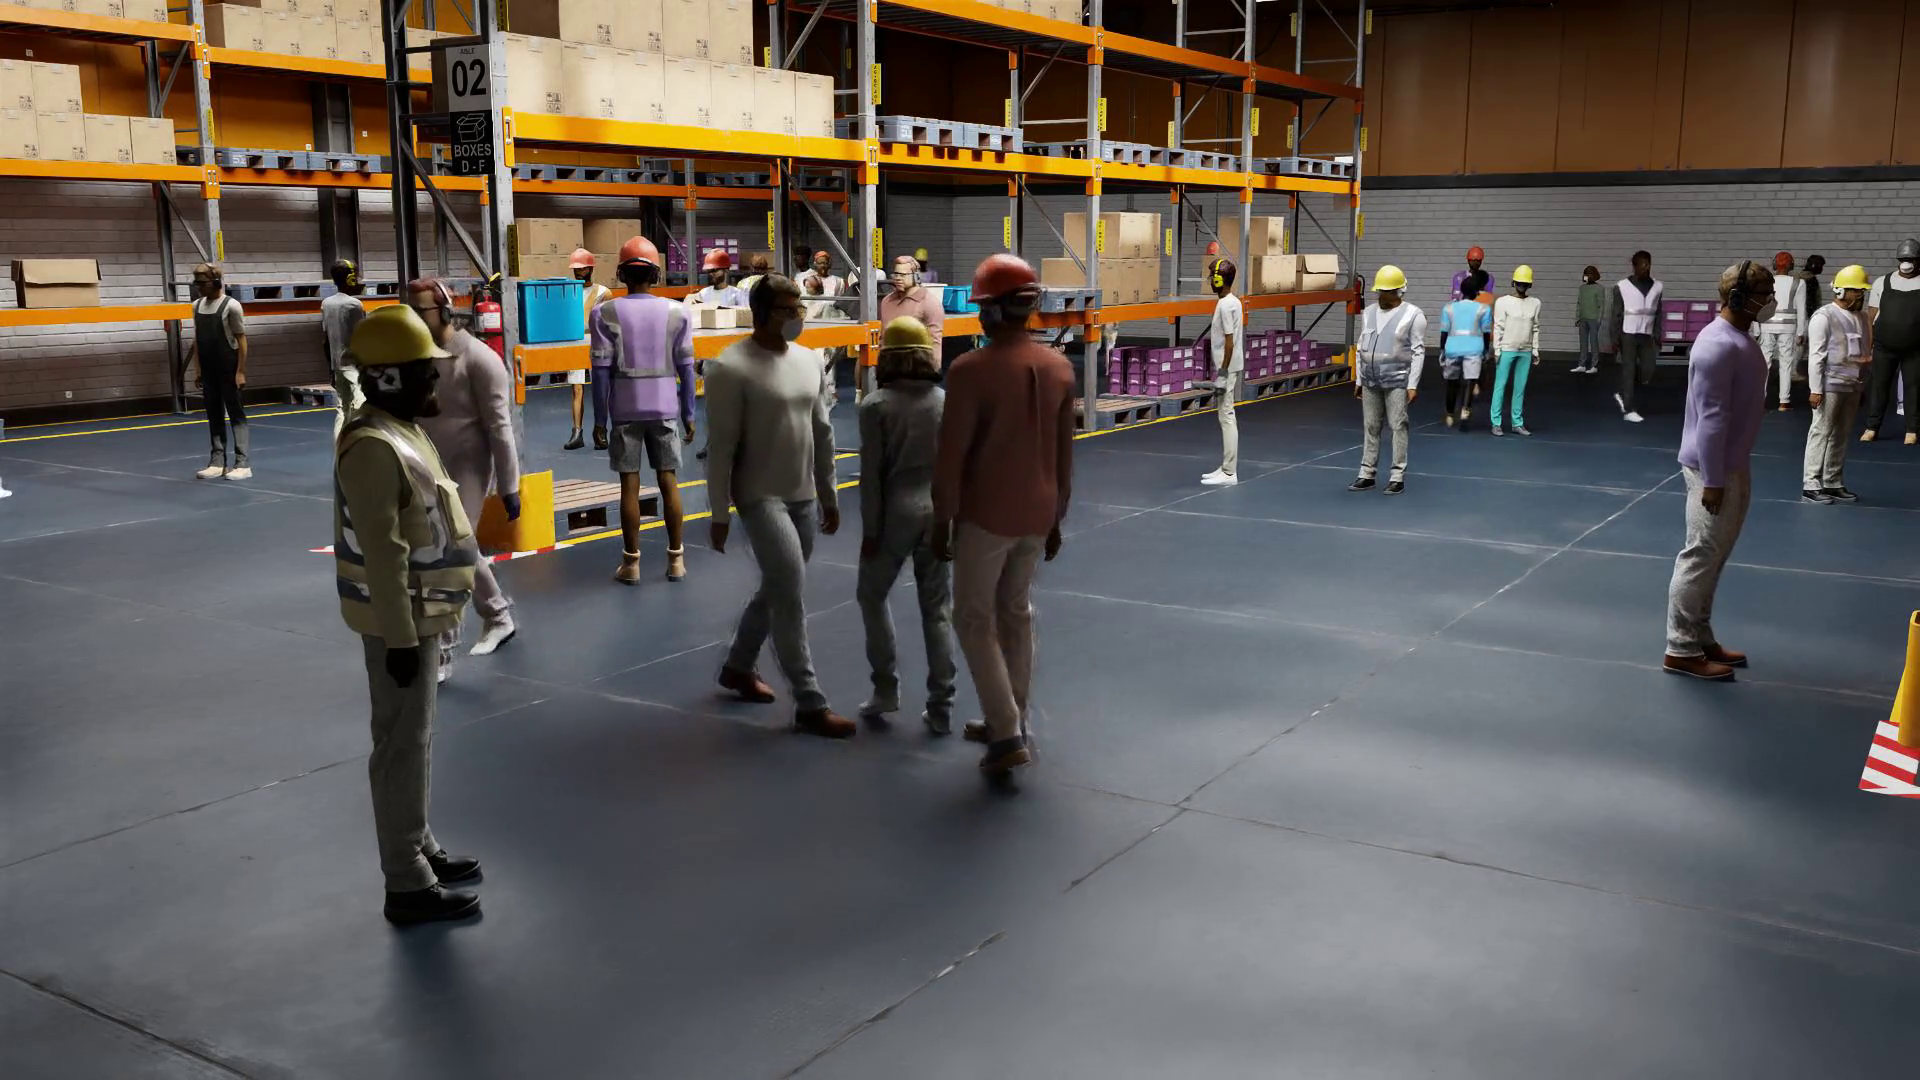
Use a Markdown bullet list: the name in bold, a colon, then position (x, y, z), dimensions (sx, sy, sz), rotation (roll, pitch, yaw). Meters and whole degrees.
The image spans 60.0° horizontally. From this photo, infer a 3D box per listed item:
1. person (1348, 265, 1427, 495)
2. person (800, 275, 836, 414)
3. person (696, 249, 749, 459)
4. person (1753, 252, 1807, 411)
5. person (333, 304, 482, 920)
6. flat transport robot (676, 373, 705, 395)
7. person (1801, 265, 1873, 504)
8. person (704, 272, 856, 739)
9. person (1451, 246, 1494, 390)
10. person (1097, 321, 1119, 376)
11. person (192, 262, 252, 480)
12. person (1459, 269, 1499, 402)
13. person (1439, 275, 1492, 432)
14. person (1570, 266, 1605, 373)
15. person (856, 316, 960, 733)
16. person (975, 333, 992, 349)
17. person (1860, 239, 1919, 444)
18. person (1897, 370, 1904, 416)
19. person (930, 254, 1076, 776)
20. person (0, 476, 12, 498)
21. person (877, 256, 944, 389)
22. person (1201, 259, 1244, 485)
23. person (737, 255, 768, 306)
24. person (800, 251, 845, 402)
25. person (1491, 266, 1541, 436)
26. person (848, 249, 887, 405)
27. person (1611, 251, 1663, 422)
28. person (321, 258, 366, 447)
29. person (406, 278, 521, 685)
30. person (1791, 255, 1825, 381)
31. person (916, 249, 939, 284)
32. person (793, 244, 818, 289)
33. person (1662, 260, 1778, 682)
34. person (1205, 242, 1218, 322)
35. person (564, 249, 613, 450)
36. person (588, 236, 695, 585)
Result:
- **person**: position (3.396, -1.270, 13.271), dimensions (0.403, 1.823, 0.586), rotation (-10, 14, -43)
- **person**: position (-1.652, -2.188, 18.910), dimensions (0.366, 1.627, 0.525), rotation (-7, 13, -36)
- **person**: position (-2.212, -1.702, 15.348), dimensions (0.545, 1.938, 0.359), rotation (4, 11, 23)
- **person**: position (9.748, -2.479, 19.806), dimensions (0.576, 1.882, 0.355), rotation (7, 13, 36)
- **person**: position (-1.655, 0.214, 5.014), dimensions (0.404, 1.836, 0.587), rotation (-2, 11, -13)
- **flat transport robot**: position (-3.517, -2.066, 21.984), dimensions (0.652, 0.197, 1.431), rotation (-7, 12, -34)
- **person**: position (6.783, -1.192, 12.817), dimensions (0.602, 1.827, 0.404), rotation (-5, 11, -27)
- **person**: position (-0.772, -0.171, 6.987), dimensions (0.921, 1.904, 0.643), rotation (8, 13, 36)
- **person**: position (6.937, -3.005, 22.559), dimensions (0.545, 1.942, 0.349), rotation (2, 10, 9)
- **person**: position (2.124, -3.224, 24.651), dimensions (0.522, 1.617, 0.569), rotation (4, 11, 21)
- **person**: position (-6.258, -1.419, 14.058), dimensions (0.506, 1.837, 0.347), rotation (4, 11, 20)
- **person**: position (6.524, -2.571, 20.926), dimensions (0.530, 1.665, 0.842), rotation (0, 10, 3)
- **person**: position (5.367, -1.993, 17.731), dimensions (0.531, 1.657, 0.789), rotation (5, 12, 27)
- **person**: position (9.605, -3.364, 25.400), dimensions (0.268, 1.632, 0.507), rotation (-5, 11, -24)
- **person**: position (-0.197, -0.064, 6.917), dimensions (0.507, 1.704, 0.560), rotation (-6, 12, -28)
- **person**: position (0.379, -2.297, 18.949), dimensions (0.565, 1.835, 0.388), rotation (7, 12, 33)
- **person**: position (9.372, -1.971, 16.552), dimensions (0.689, 2.000, 0.539), rotation (7, 13, 35)
- **person**: position (11.091, -2.370, 19.138), dimensions (0.638, 1.907, 0.408), rotation (-7, 12, -34)
- **person**: position (0.156, -0.098, 6.383), dimensions (0.628, 1.972, 0.593), rotation (-9, 14, -41)
- **person**: position (-7.658, -1.053, 12.699), dimensions (0.496, 1.598, 0.829), rotation (0, 10, 2)
- **person**: position (-0.431, -1.337, 13.448), dimensions (0.646, 1.900, 0.395), rotation (9, 13, 40)
- **person**: position (2.177, -1.382, 13.788), dimensions (0.335, 1.864, 0.521), rotation (3, 11, 14)
- **person**: position (-2.431, -2.533, 20.220), dimensions (0.627, 1.844, 0.429), rotation (-5, 11, -26)
- **person**: position (-1.709, -2.652, 20.763), dimensions (0.575, 1.882, 0.360), rotation (-2, 11, -13)
- **person**: position (5.758, -1.947, 17.202), dimensions (0.523, 1.762, 0.328), rotation (-2, 10, -12)
- **person**: position (-1.083, -2.662, 20.375), dimensions (0.615, 2.041, 0.387), rotation (9, 14, 41)
- **person**: position (7.574, -2.284, 18.662), dimensions (0.622, 1.904, 0.492), rotation (-2, 10, -11)
- **person**: position (-5.072, -1.404, 13.877), dimensions (0.512, 1.874, 0.328), rotation (6, 12, 29)
- **person**: position (-2.392, -0.291, 7.775), dimensions (0.667, 1.858, 1.009), rotation (5, 11, 25)
- **person**: position (12.179, -3.200, 24.001), dimensions (0.472, 1.811, 0.731), rotation (2, 11, 13)
- **person**: position (-0.637, -3.733, 26.793), dimensions (0.608, 1.871, 1.006), rotation (0, 10, 1)
- **person**: position (-2.086, -3.007, 22.499), dimensions (0.362, 1.963, 0.613), rotation (-7, 12, -34)
- **person**: position (3.520, -0.317, 7.696), dimensions (0.361, 1.932, 0.628), rotation (7, 12, 35)
- **person**: position (4.012, -3.662, 26.077), dimensions (0.392, 1.986, 0.609), rotation (1, 10, 5)
- **person**: position (-3.616, -1.834, 16.077), dimensions (0.545, 1.939, 0.354), rotation (1, 10, 6)
- **person**: position (-1.872, -0.756, 9.815), dimensions (0.614, 2.041, 0.389), rotation (-4, 11, -20)
